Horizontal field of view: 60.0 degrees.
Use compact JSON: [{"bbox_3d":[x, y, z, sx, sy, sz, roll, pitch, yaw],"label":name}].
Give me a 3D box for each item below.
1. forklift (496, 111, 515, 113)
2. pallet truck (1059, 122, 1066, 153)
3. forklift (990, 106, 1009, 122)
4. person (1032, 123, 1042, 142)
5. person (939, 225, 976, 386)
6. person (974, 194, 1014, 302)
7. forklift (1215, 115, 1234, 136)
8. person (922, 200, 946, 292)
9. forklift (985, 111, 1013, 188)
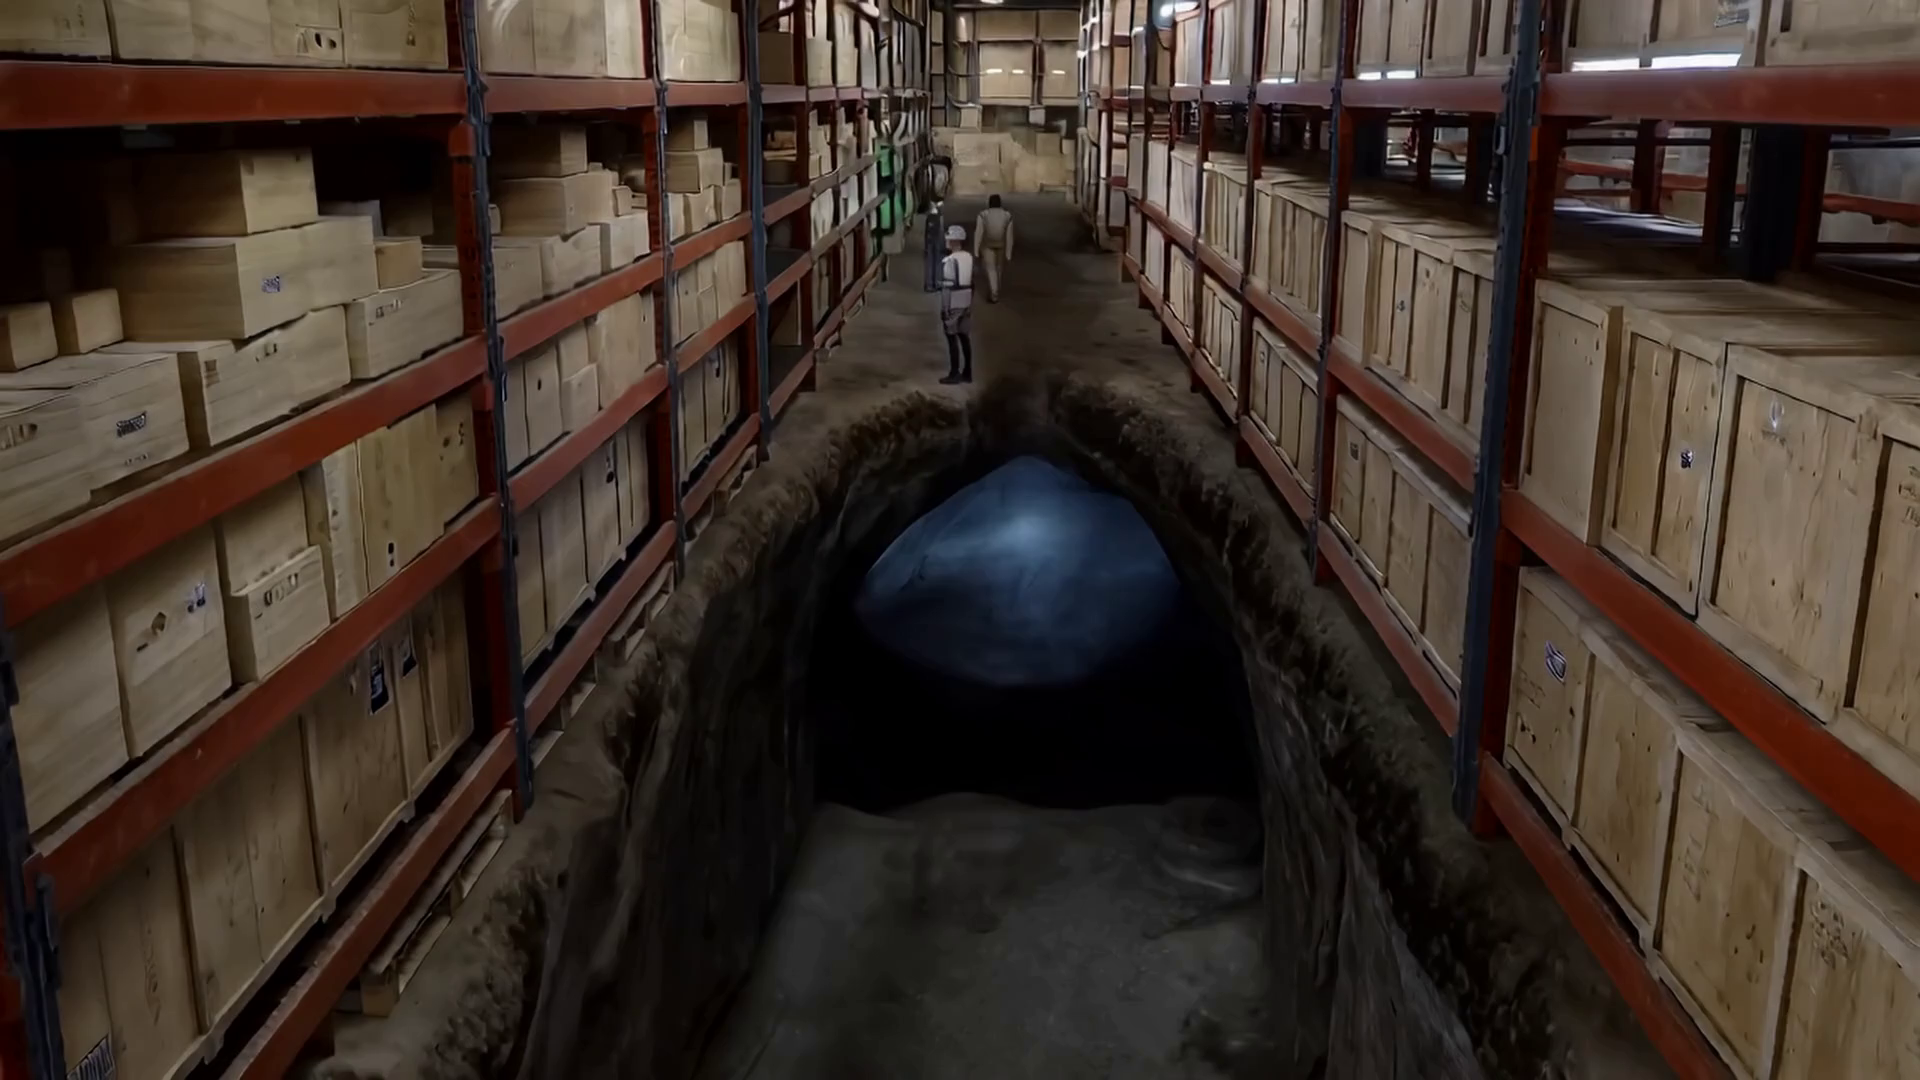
[{"bbox_3d":[-18.335,-16.140,67.842,1.129,2.768,1.873,0,15,1],"label":"forklift"},{"bbox_3d":[5.788,-21.111,88.014,1.885,1.965,0.823,5,16,18],"label":"pallet truck"},{"bbox_3d":[1.964,-20.467,83.943,1.129,2.768,1.873,-7,17,-25],"label":"forklift"},{"bbox_3d":[4.076,-20.943,87.522,0.588,1.927,0.370,5,16,19],"label":"person"},{"bbox_3d":[-0.049,-2.844,20.190,0.387,1.930,0.540,11,19,35],"label":"person"},{"bbox_3d":[0.592,-4.963,28.302,0.625,1.810,0.913,-4,16,-14],"label":"person"},{"bbox_3d":[7.979,-11.816,51.756,1.129,2.768,1.873,0,15,2],"label":"forklift"},{"bbox_3d":[-0.475,-5.254,29.721,0.332,1.623,0.507,10,18,33],"label":"person"},{"bbox_3d":[1.191,-14.555,61.947,1.873,2.768,1.129,0,15,2],"label":"forklift"}]
